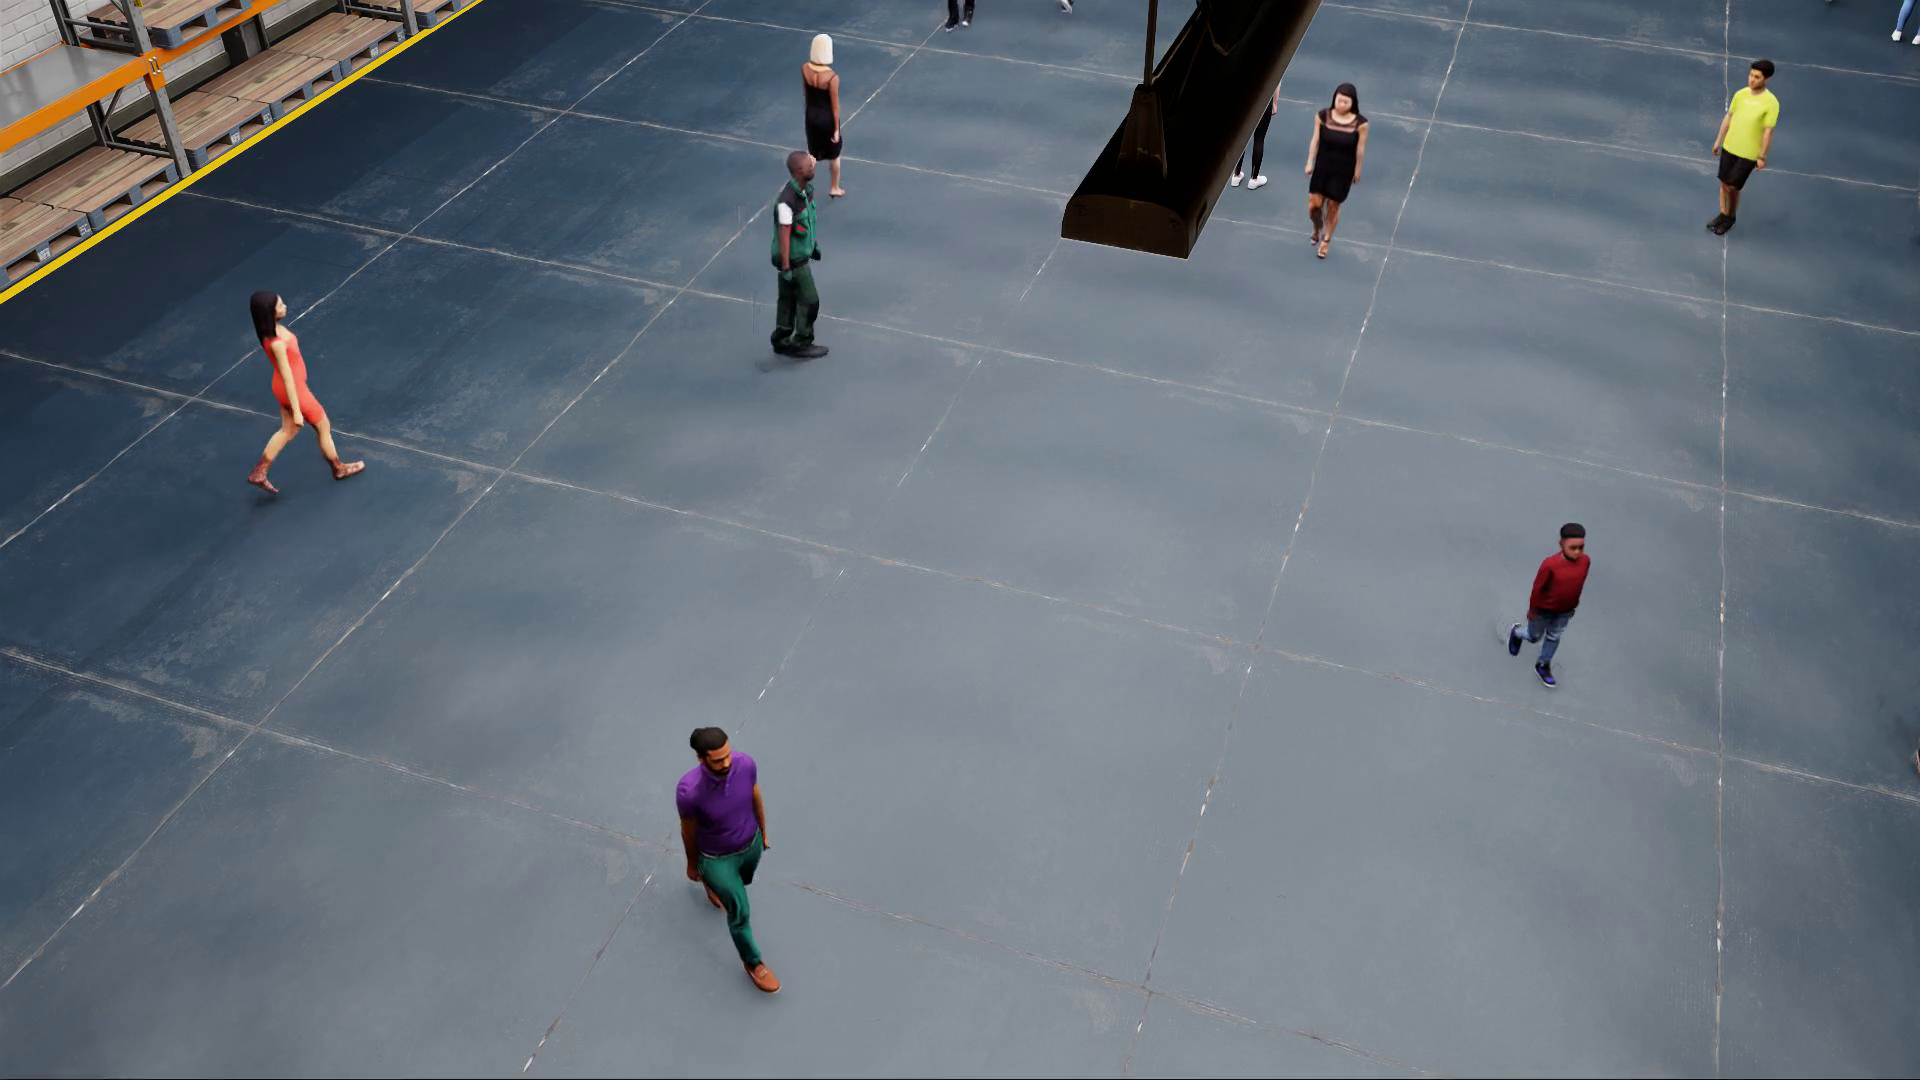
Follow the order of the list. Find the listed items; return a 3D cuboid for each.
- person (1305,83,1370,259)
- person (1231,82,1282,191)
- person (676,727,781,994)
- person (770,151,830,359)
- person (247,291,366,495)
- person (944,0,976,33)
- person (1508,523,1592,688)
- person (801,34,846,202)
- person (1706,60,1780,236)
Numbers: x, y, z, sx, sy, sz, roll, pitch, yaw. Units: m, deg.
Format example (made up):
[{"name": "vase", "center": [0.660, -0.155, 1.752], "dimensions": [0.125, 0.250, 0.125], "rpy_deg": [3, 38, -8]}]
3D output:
[{"name": "person", "center": [3.427, -3.400, 15.227], "dimensions": [0.659, 1.705, 0.633], "rpy_deg": [13, 40, 15]}, {"name": "person", "center": [2.893, -4.305, 16.332], "dimensions": [0.615, 1.742, 0.546], "rpy_deg": [19, 42, 22]}, {"name": "person", "center": [-1.295, 1.603, 8.938], "dimensions": [1.167, 1.737, 1.053], "rpy_deg": [-29, 47, -32]}, {"name": "person", "center": [-1.426, -2.330, 13.806], "dimensions": [0.871, 1.808, 0.773], "rpy_deg": [12, 40, 14]}, {"name": "person", "center": [-5.025, -1.050, 12.296], "dimensions": [1.158, 1.693, 1.000], "rpy_deg": [-24, 45, -27]}, {"name": "person", "center": [0.082, -6.968, 19.639], "dimensions": [0.688, 1.776, 0.838], "rpy_deg": [8, 39, 10]}, {"name": "person", "center": [3.863, 0.367, 10.880], "dimensions": [0.671, 1.245, 0.771], "rpy_deg": [-6, 39, -8]}, {"name": "person", "center": [-1.371, -3.960, 15.911], "dimensions": [0.728, 1.727, 1.013], "rpy_deg": [22, 44, 25]}, {"name": "person", "center": [7.398, -3.698, 15.610], "dimensions": [0.832, 1.694, 0.783], "rpy_deg": [-20, 43, -23]}]
